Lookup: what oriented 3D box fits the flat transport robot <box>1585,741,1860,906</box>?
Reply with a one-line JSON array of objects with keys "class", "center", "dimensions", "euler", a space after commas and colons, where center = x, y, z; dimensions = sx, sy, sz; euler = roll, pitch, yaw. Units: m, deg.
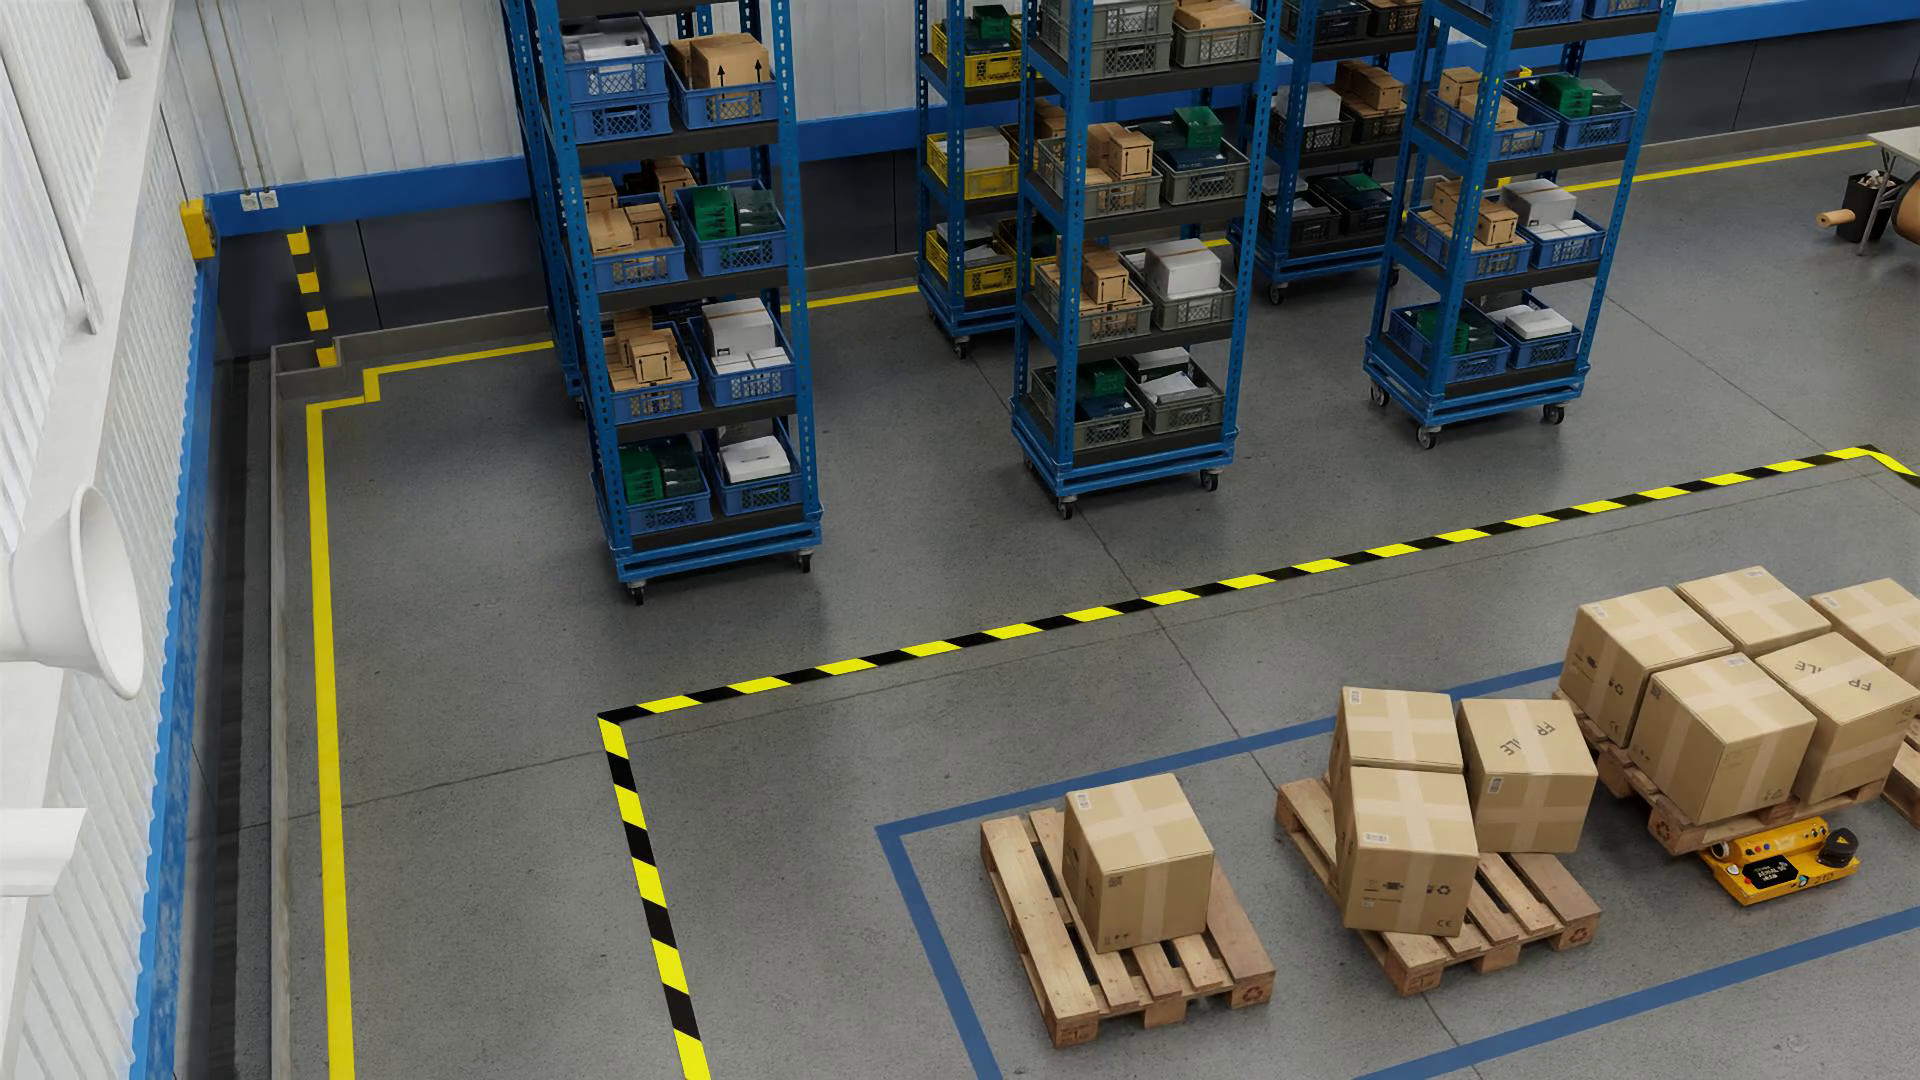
[{"class": "flat transport robot", "center": [3.738, 1.188, 8.347], "dimensions": [0.652, 0.197, 1.431], "euler": [-11, 37, -15]}]
